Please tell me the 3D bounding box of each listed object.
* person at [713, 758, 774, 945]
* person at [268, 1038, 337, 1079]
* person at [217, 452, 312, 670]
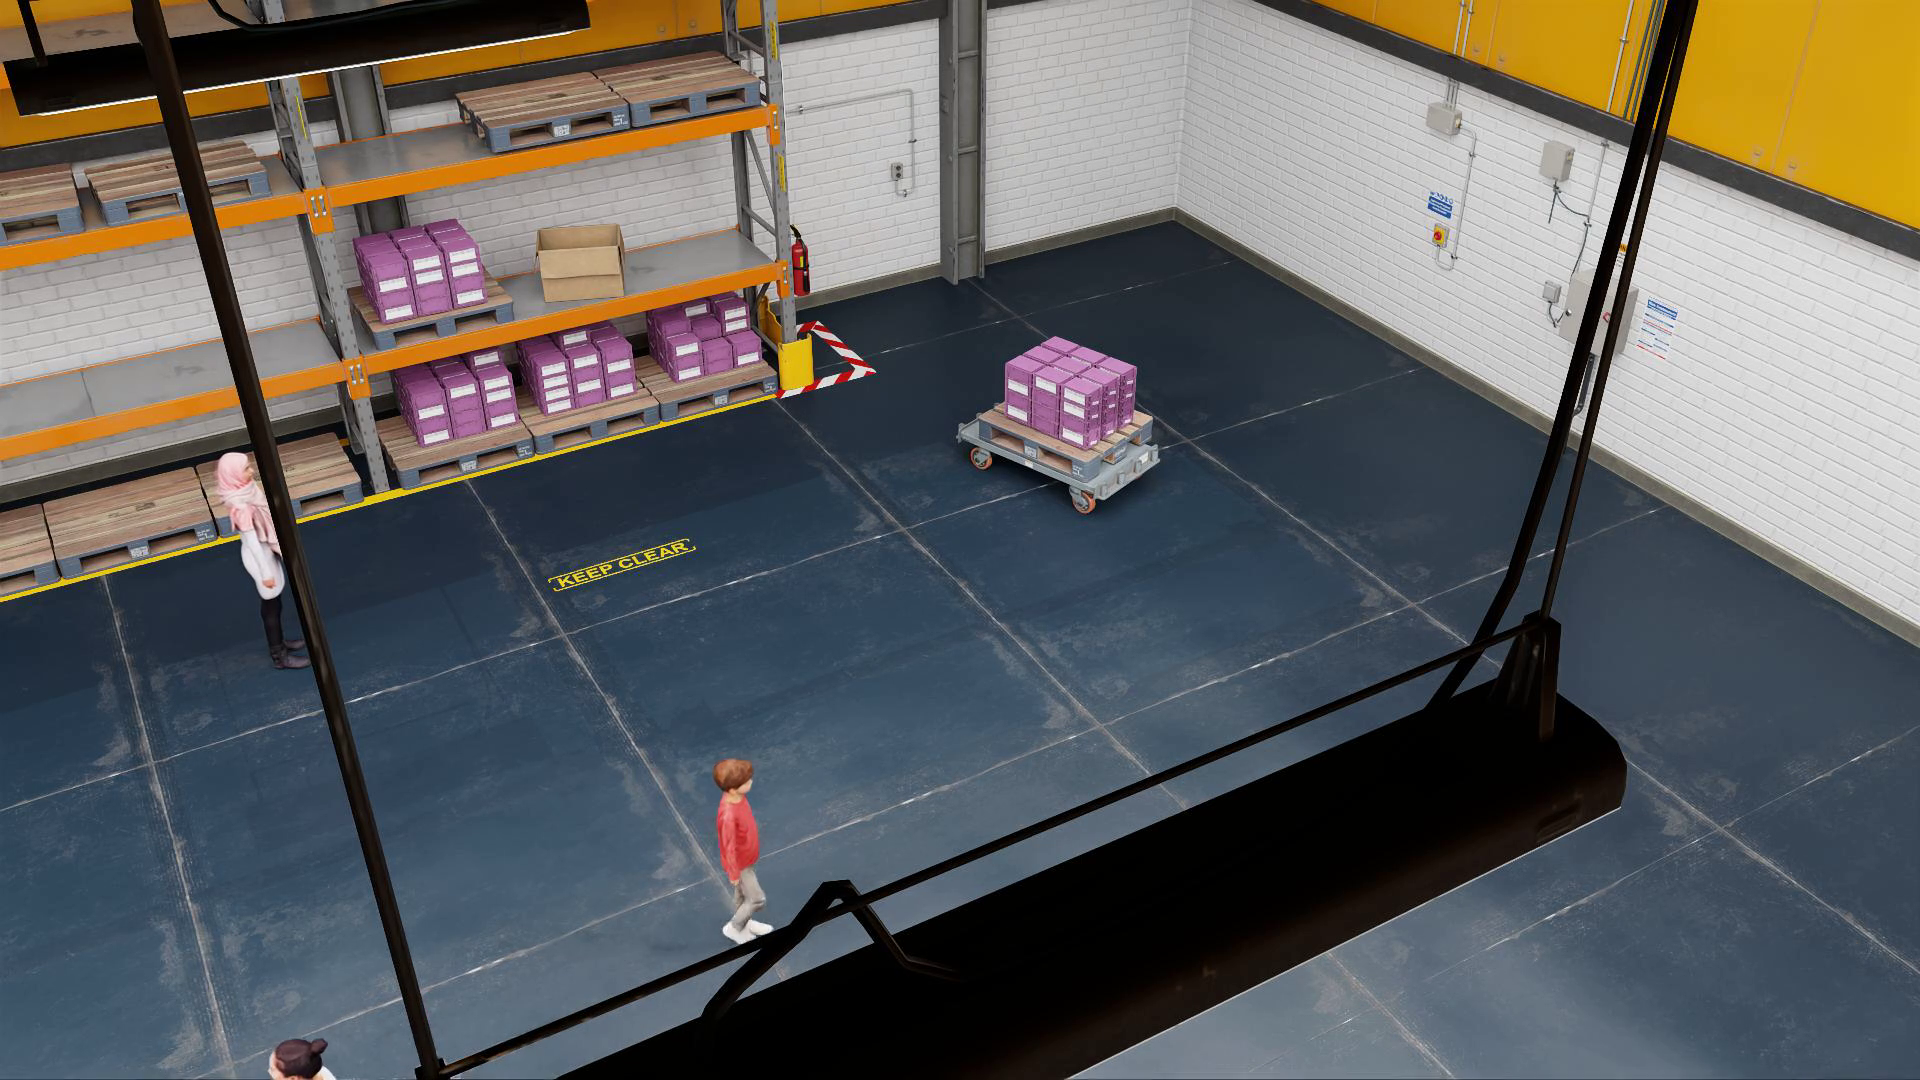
[{"bbox_3d":[-1.376,1.875,9.939,0.649,1.414,0.621,0,34,1],"label":"person"},{"bbox_3d":[-2.979,2.987,8.093,0.642,1.605,0.654,-9,35,-13],"label":"person"},{"bbox_3d":[-5.123,0.145,12.190,0.604,1.803,0.649,-14,36,-20],"label":"person"}]
